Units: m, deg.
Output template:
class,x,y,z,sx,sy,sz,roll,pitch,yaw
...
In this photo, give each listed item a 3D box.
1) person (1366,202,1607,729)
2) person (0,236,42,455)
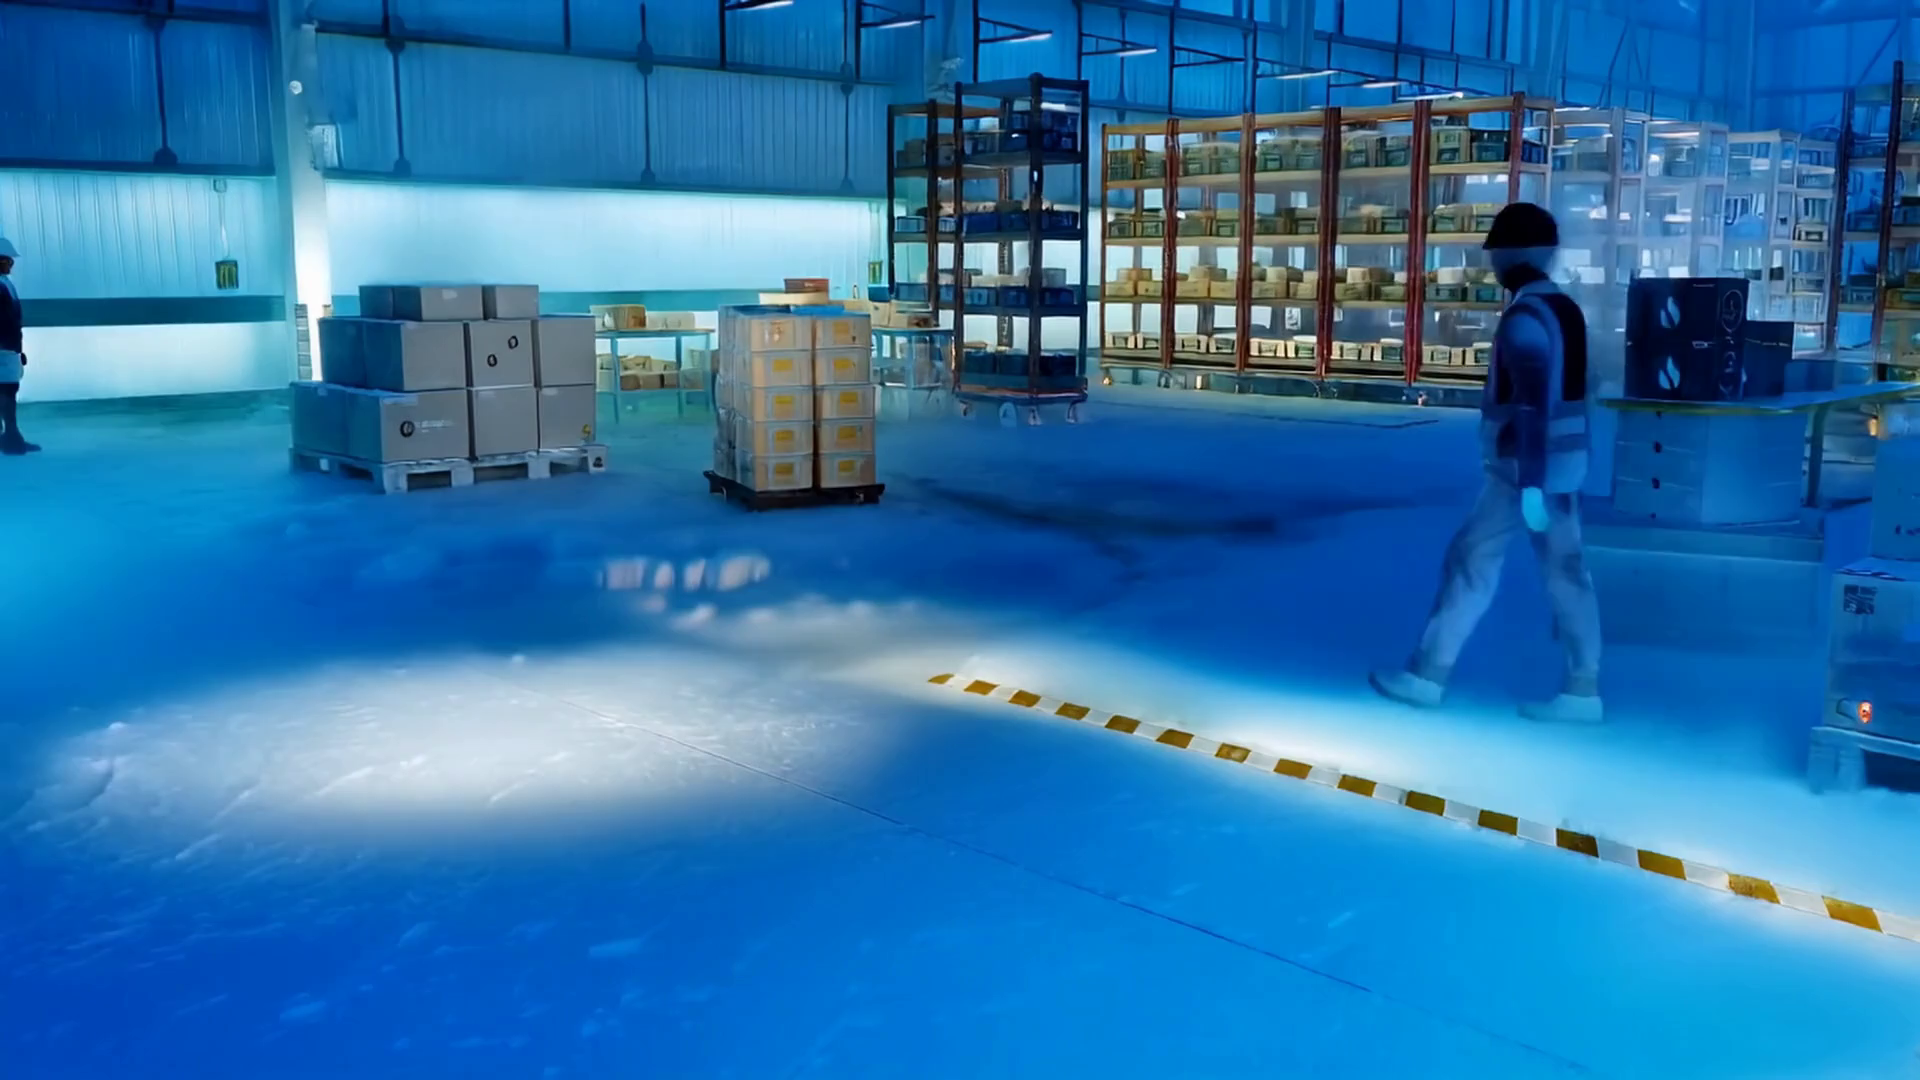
class,x,y,z,sx,sy,sz,roll,pitch,yaw
person,2.001,-0.274,6.169,0.953,1.901,0.607,7,12,38
person,-8.505,-1.729,14.837,0.357,1.938,0.545,-1,9,-6
